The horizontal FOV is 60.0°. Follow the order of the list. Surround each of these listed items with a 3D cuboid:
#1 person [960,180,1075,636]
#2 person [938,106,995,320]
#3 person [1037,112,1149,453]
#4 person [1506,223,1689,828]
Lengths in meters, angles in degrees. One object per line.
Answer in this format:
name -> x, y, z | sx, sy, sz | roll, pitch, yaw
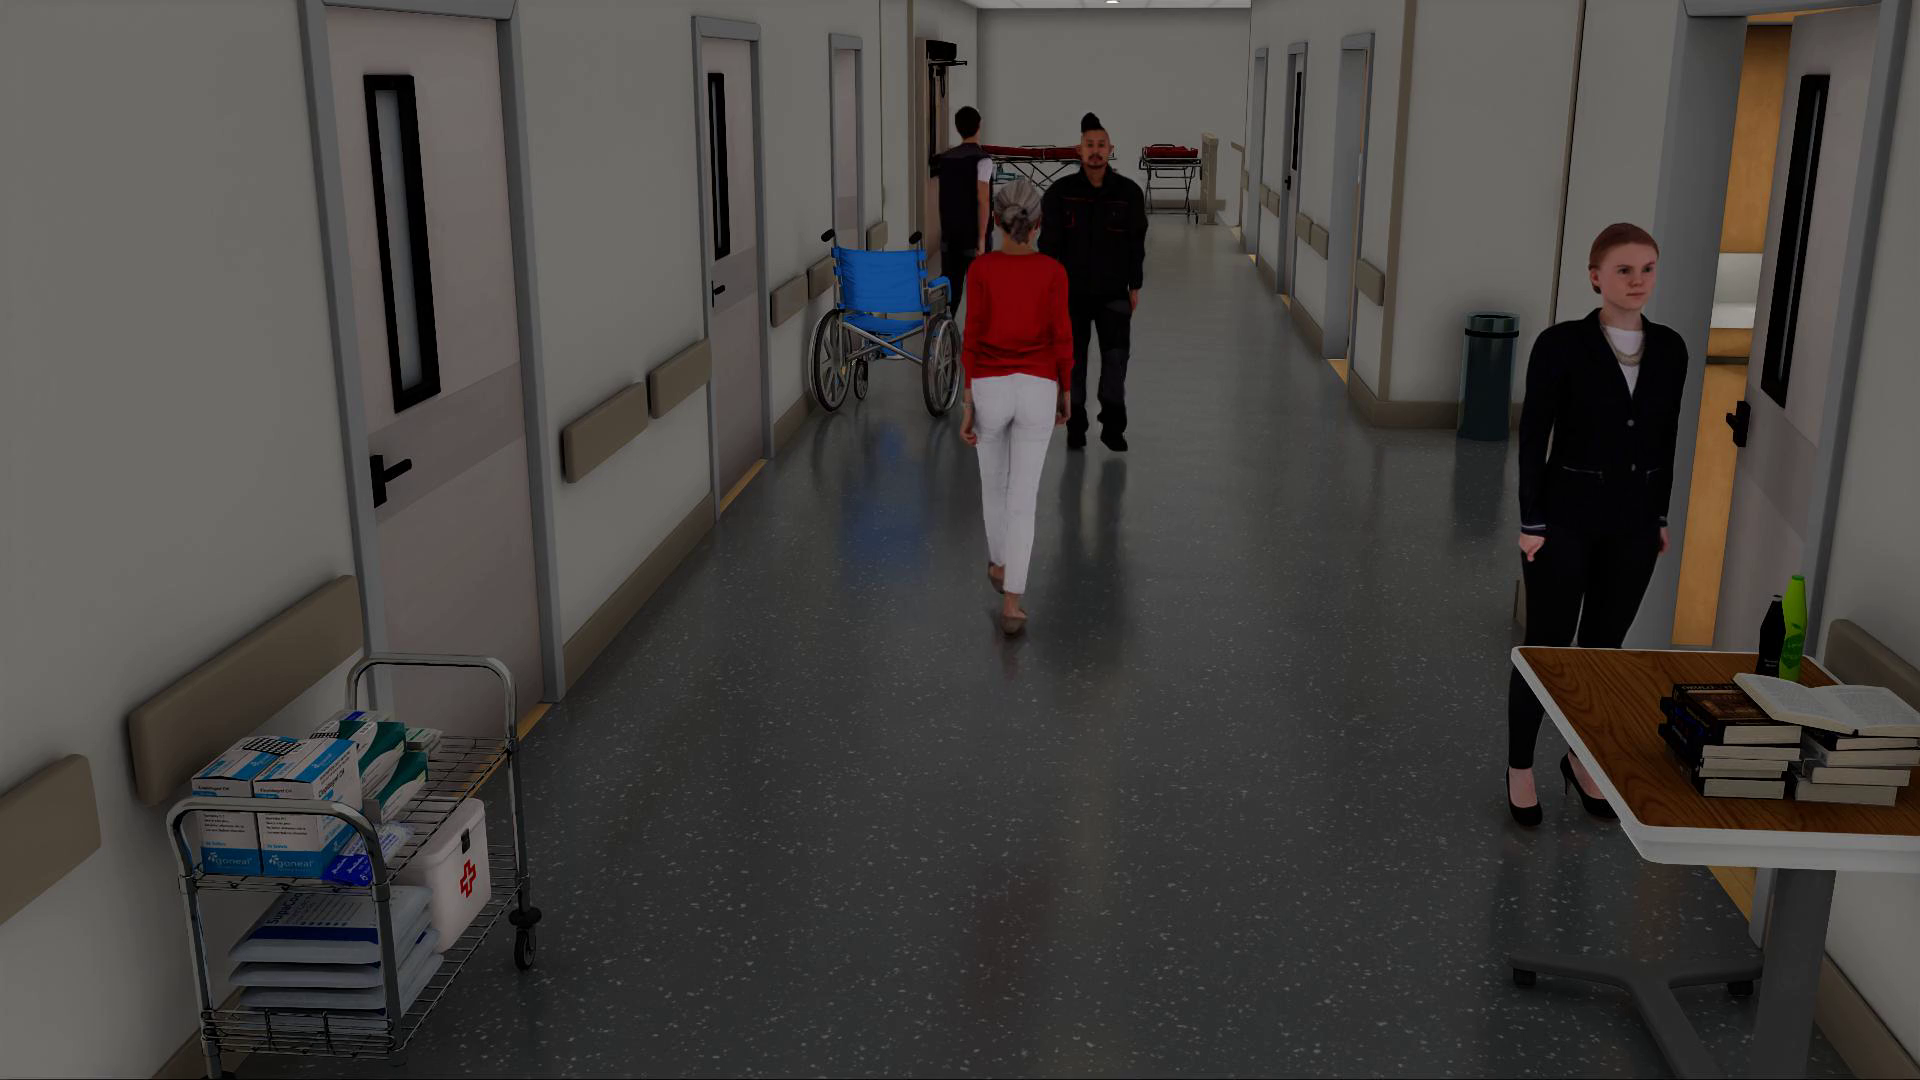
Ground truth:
person -> 0.197, -0.468, 6.202 | 0.576, 1.671, 0.914 | 1, 16, 4
person -> -0.006, -2.147, 11.893 | 0.894, 1.815, 0.996 | 14, 21, 41
person -> 0.732, -1.433, 9.313 | 0.787, 1.842, 0.760 | 1, 16, 2
person -> 1.750, -0.029, 4.623 | 0.662, 1.684, 0.620 | -2, 16, -7
